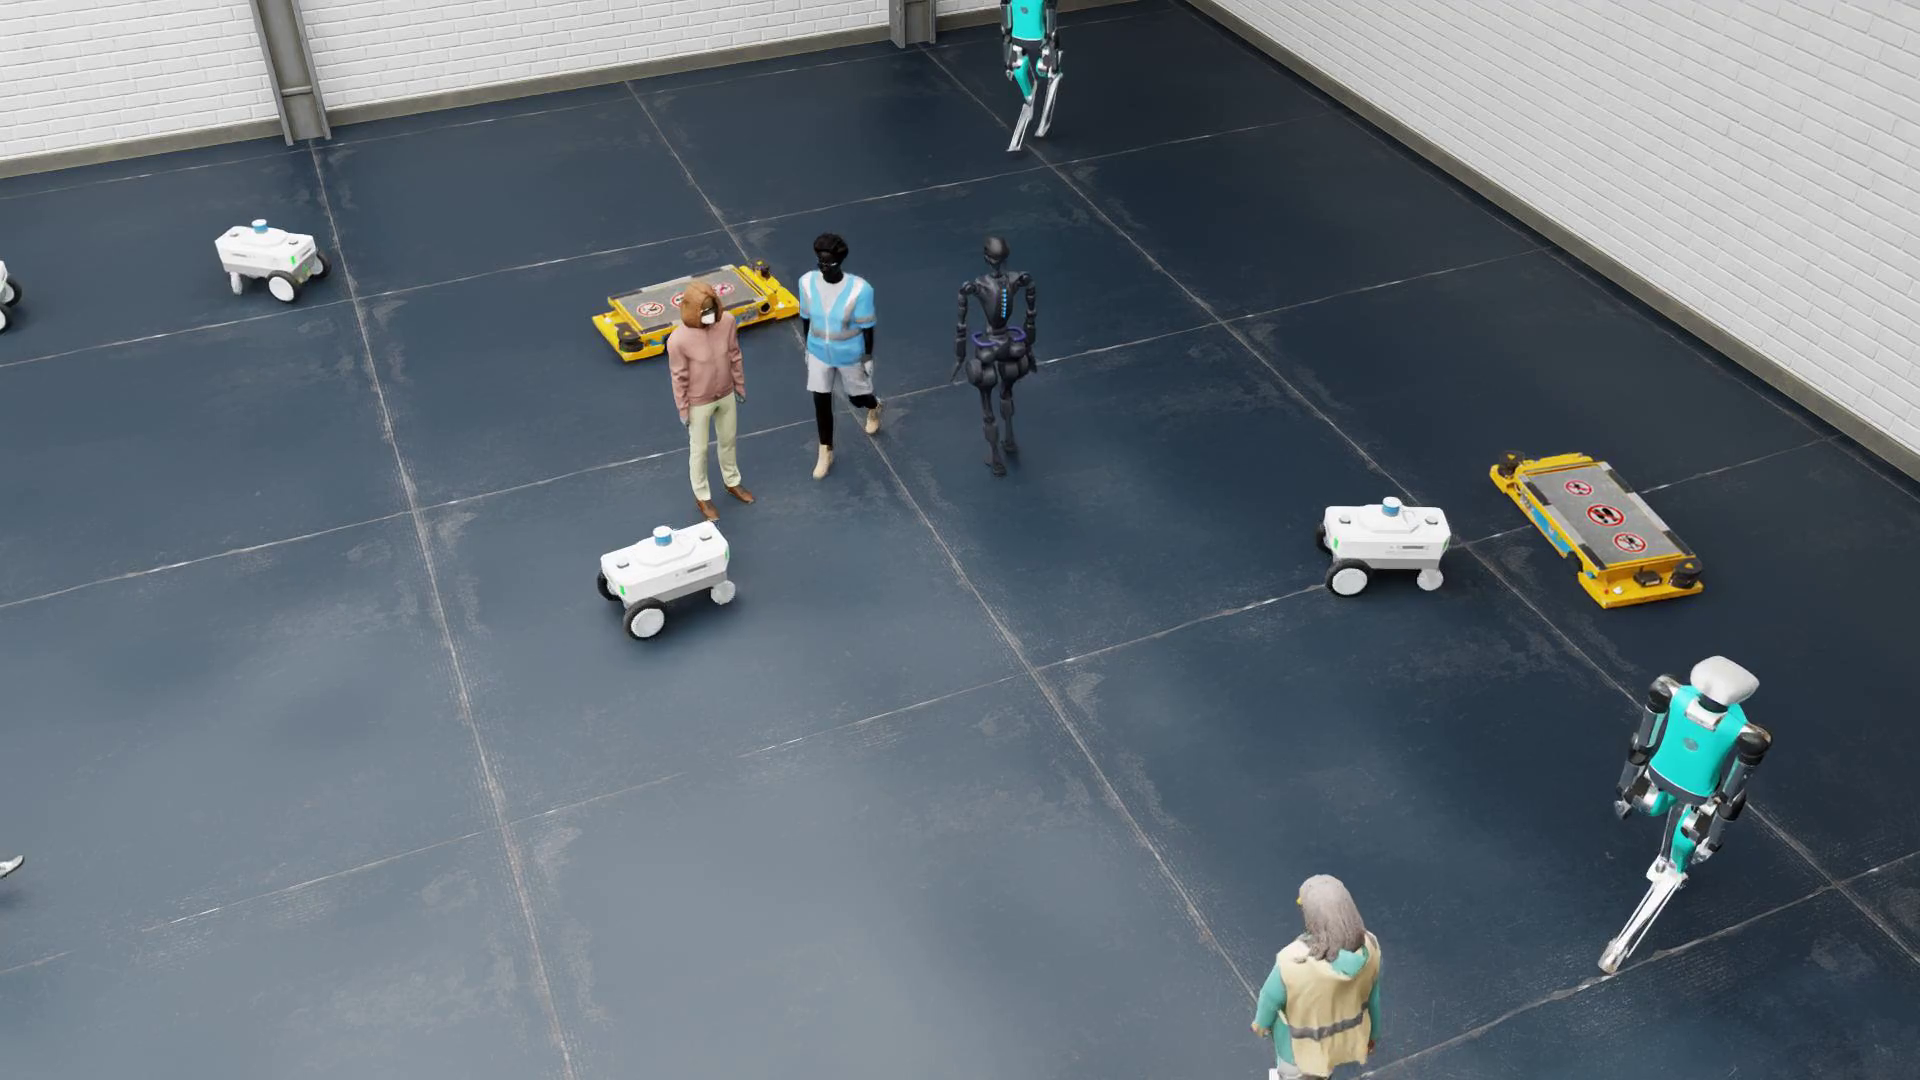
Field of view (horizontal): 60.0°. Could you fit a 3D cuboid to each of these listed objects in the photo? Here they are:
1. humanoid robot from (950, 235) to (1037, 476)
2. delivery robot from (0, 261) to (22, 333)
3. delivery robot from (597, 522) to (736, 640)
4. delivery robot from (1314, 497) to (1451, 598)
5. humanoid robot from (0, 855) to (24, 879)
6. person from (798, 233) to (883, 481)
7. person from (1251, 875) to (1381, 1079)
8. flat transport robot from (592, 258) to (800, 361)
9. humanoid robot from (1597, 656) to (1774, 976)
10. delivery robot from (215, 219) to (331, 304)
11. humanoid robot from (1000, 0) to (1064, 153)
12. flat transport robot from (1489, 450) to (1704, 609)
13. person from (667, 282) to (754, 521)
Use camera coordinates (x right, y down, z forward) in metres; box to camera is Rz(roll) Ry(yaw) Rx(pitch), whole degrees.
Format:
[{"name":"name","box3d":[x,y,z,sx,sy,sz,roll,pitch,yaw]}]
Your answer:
[{"name":"humanoid robot","box3d":[0.230,-1.185,10.667,0.587,1.651,0.395,-14,40,-17]},{"name":"delivery robot","box3d":[-7.469,-1.843,12.453,0.784,0.612,0.500,-9,39,-12]},{"name":"delivery robot","box3d":[-1.729,0.185,9.793,0.792,0.589,0.499,-20,42,-24]},{"name":"delivery robot","box3d":[2.539,0.012,10.029,0.795,0.602,0.499,1,38,1]},{"name":"humanoid robot","box3d":[-5.084,1.151,7.575,1.060,1.713,0.530,-15,40,-18]},{"name":"person","box3d":[-0.766,-1.245,10.737,0.540,1.678,0.683,11,39,14]},{"name":"person","box3d":[1.439,1.999,6.520,0.471,1.665,0.817,-14,40,-18]},{"name":"flat transport robot","box3d":[-1.984,-1.742,12.540,1.431,0.231,0.659,-20,42,-24]},{"name":"humanoid robot","box3d":[3.367,1.151,7.632,1.076,1.781,0.543,-30,47,-33]},{"name":"delivery robot","box3d":[-5.341,-2.185,12.877,0.752,0.587,0.525,9,38,12]},{"name":"humanoid robot","box3d":[0.668,-4.246,14.603,0.548,1.733,1.026,14,40,18]},{"name":"flat transport robot","box3d":[3.968,-0.114,10.421,0.659,0.231,1.431,-8,38,-11]},{"name":"person","box3d":[-1.541,-0.873,10.294,0.493,1.625,0.282,-28,46,-32]}]
